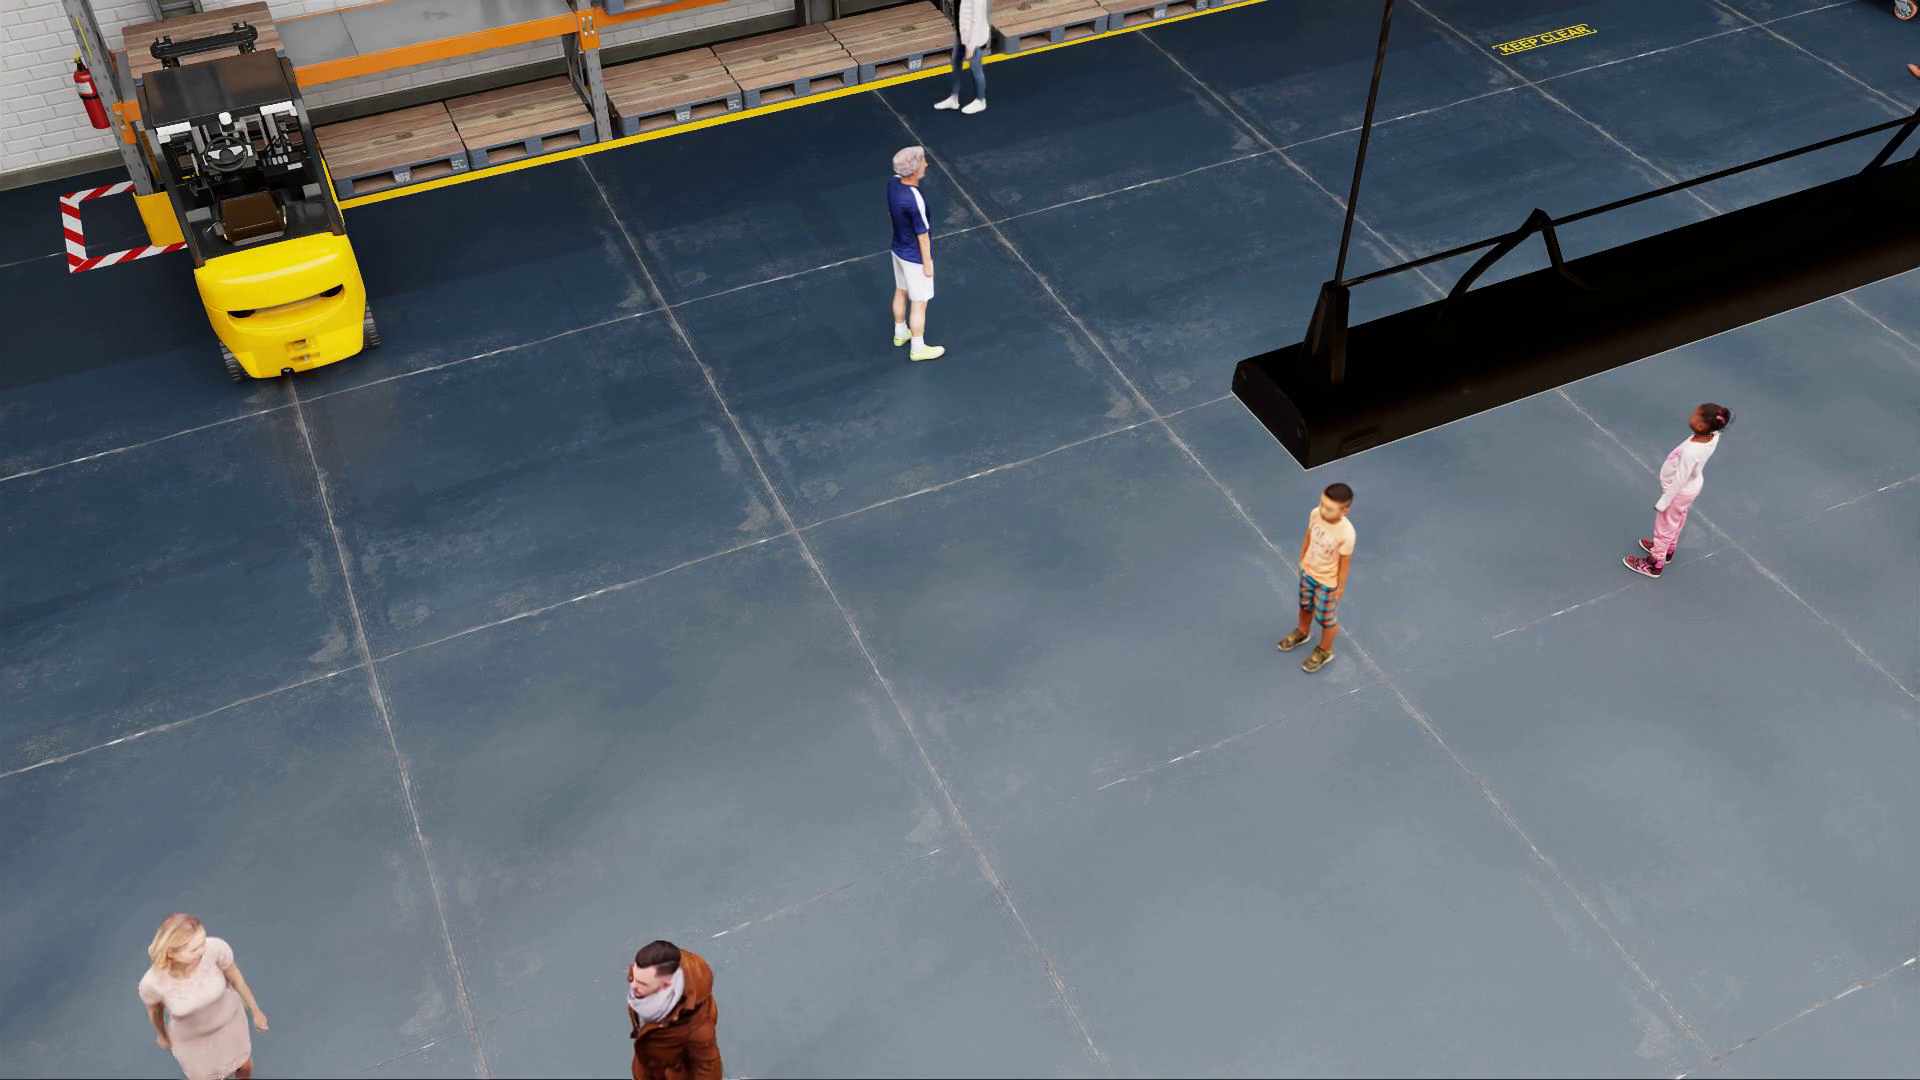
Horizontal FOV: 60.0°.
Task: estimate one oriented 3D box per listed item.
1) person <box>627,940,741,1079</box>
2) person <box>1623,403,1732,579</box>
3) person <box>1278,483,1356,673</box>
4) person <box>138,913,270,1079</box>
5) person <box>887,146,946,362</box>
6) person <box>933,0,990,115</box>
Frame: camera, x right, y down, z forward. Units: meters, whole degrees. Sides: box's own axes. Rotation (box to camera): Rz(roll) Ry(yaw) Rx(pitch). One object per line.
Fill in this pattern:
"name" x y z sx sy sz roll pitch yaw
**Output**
"person" -1.265 2.436 7.972 1.225 1.798 0.963 -33 53 -30
"person" 4.849 -0.358 11.162 0.676 1.444 0.551 32 52 29
"person" 2.310 0.208 10.557 0.542 1.457 0.559 -29 50 -27
"person" -3.683 2.348 8.071 0.664 1.788 0.807 -19 47 -18
"person" -0.373 -2.219 12.829 0.588 1.839 0.655 -23 48 -22
"person" 0.165 -4.794 15.685 0.720 1.626 0.645 -16 46 -17
